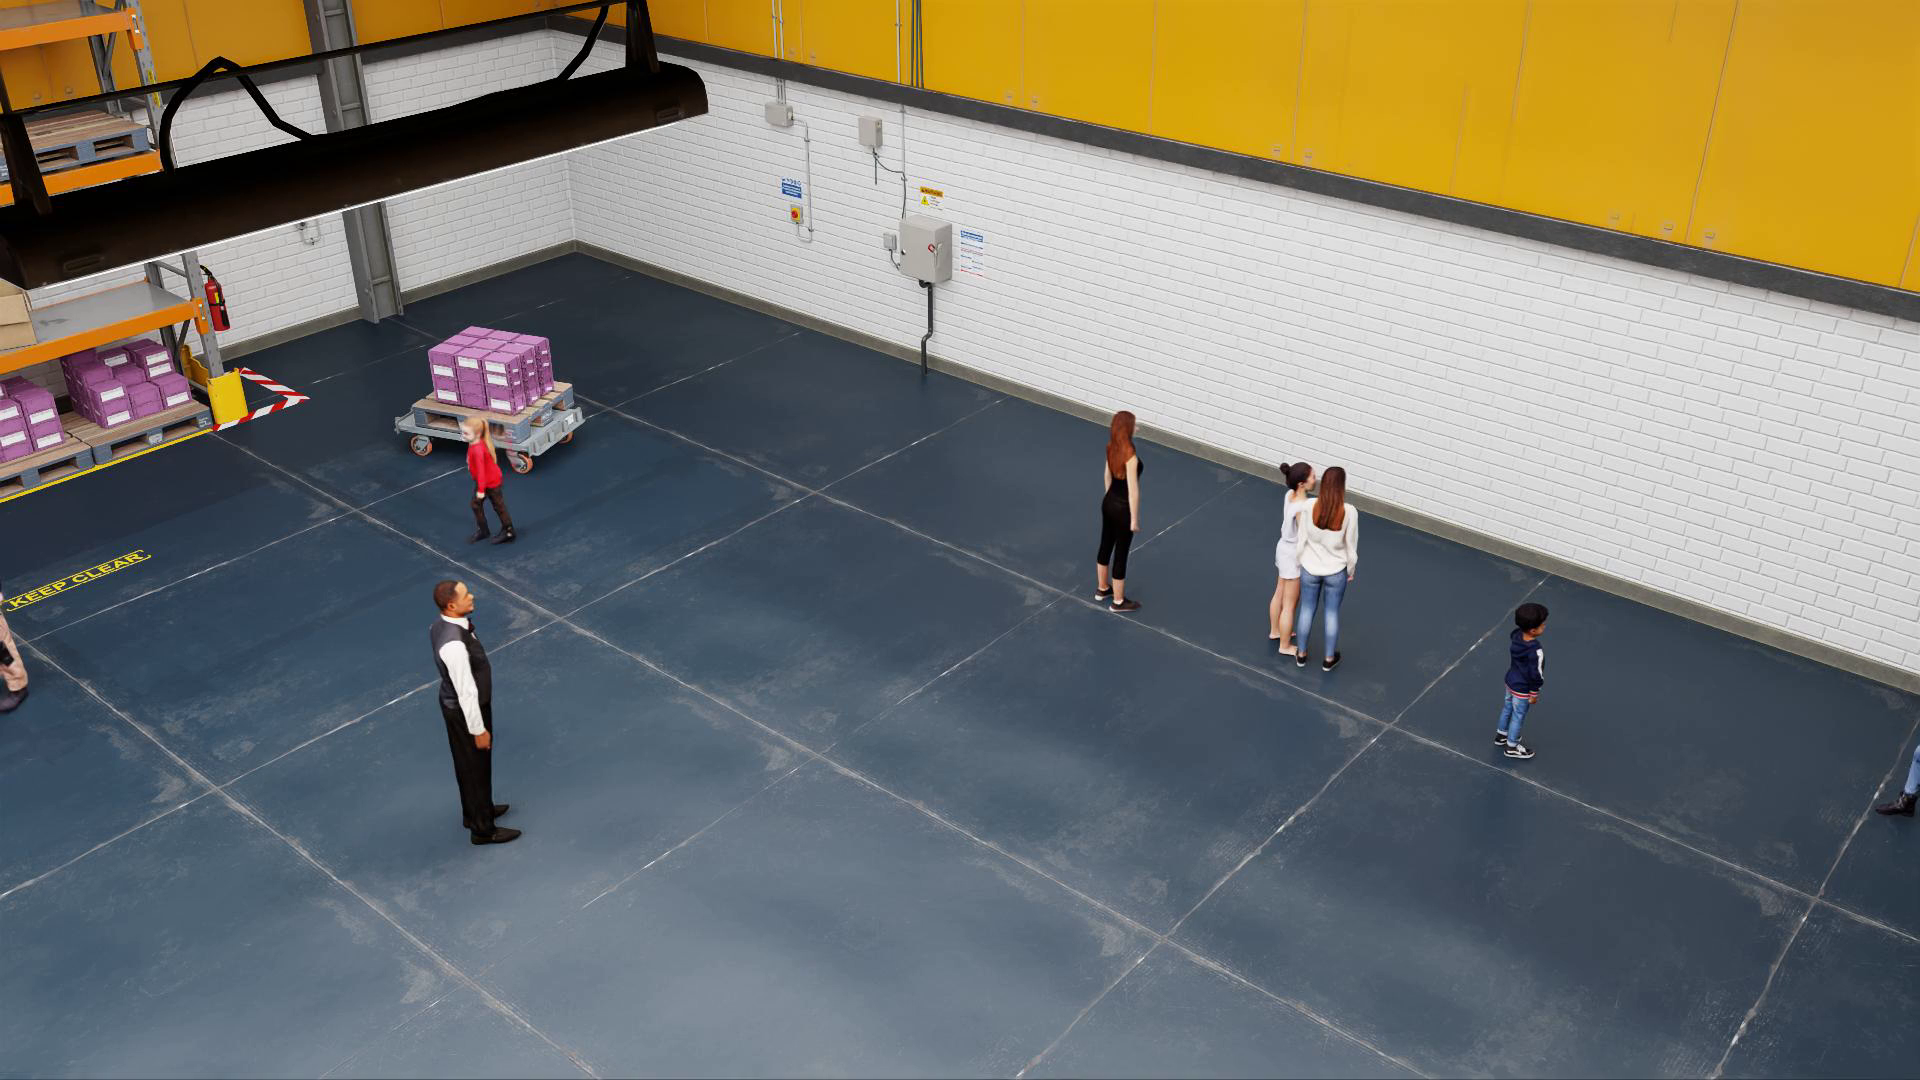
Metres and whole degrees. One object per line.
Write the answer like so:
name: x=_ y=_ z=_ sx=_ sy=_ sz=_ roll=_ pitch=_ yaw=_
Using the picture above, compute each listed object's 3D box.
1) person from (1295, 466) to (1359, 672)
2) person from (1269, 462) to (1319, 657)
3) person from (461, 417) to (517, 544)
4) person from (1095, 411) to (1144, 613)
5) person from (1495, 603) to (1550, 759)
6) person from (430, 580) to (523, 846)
person: x=2.788 y=0.215 z=12.718 sx=0.687 sy=1.692 sz=0.654 roll=11 pitch=31 yaw=19
person: x=2.596 y=0.130 z=12.970 sx=0.725 sy=1.601 sz=0.669 roll=-3 pitch=29 yaw=-6
person: x=-4.097 y=-0.526 z=14.530 sx=0.714 sy=1.259 sz=0.598 roll=-12 pitch=31 yaw=-21
person: x=1.289 y=-0.245 z=13.528 sx=0.640 sy=1.724 sz=0.636 roll=-13 pitch=31 yaw=-22
person: x=3.989 y=0.981 z=11.805 sx=0.648 sy=1.221 sz=0.596 roll=-4 pitch=29 yaw=-8
person: x=-3.224 y=1.111 z=10.840 sx=0.746 sy=1.918 sz=0.775 roll=-13 pitch=31 yaw=-22
